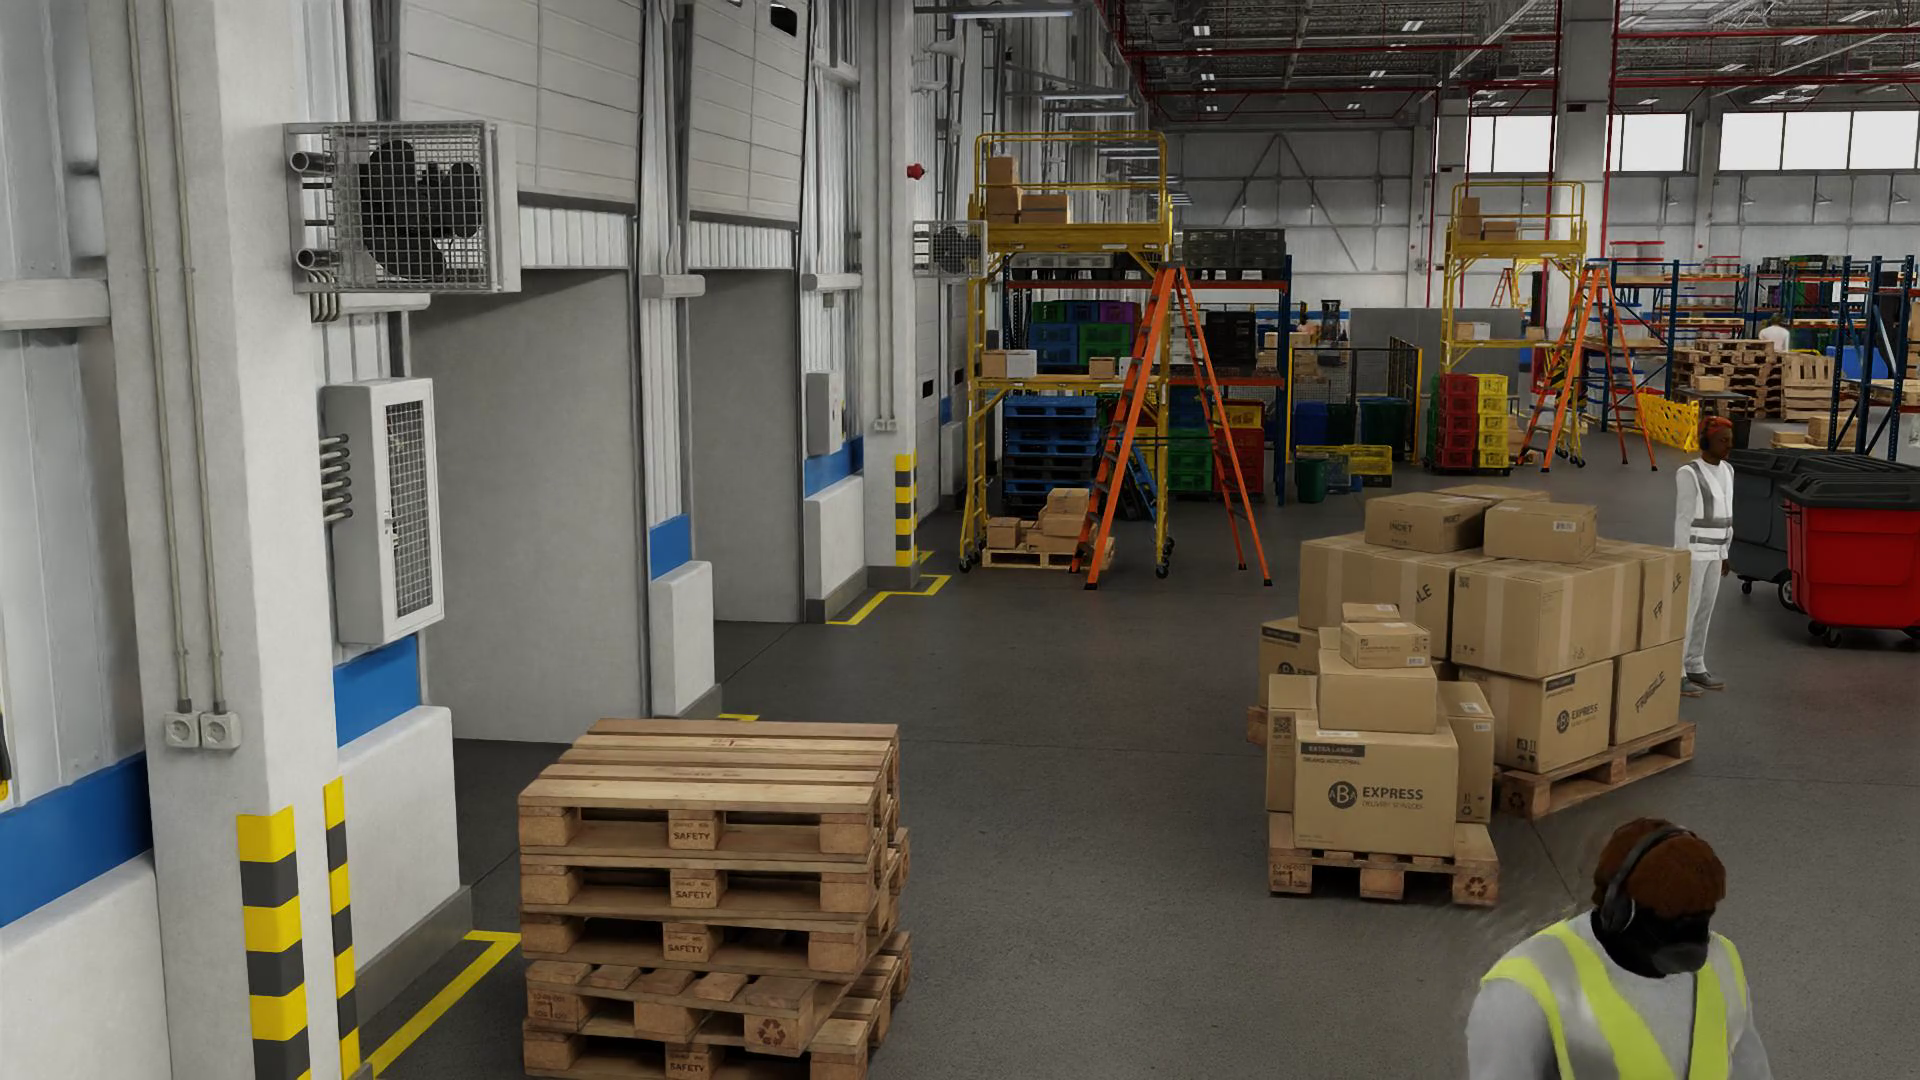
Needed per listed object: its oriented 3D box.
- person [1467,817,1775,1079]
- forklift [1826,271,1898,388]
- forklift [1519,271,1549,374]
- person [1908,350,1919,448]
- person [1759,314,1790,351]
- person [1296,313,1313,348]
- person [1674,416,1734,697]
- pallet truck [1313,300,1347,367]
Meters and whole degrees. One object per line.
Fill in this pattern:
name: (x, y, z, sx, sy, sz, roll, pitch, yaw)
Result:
person: (1.366, 1.423, 3.324, 0.655, 1.785, 0.938, -5, 10, -26)
forklift: (21.069, -4.771, 38.191, 1.873, 2.768, 1.129, 1, 9, 9)
forklift: (16.079, -6.008, 45.821, 1.873, 2.768, 1.129, -3, 10, -19)
person: (15.510, -2.343, 26.745, 0.323, 1.736, 0.488, 4, 10, 25)
person: (17.706, -3.967, 36.226, 0.635, 1.916, 0.855, 1, 9, 7)
person: (9.527, -5.437, 45.969, 0.429, 1.680, 0.549, -9, 13, -44)
person: (4.996, 0.104, 11.189, 0.584, 1.882, 0.337, -7, 12, -37)
pallet truck: (11.159, -6.200, 49.718, 0.823, 1.965, 1.885, 4, 10, 26)
